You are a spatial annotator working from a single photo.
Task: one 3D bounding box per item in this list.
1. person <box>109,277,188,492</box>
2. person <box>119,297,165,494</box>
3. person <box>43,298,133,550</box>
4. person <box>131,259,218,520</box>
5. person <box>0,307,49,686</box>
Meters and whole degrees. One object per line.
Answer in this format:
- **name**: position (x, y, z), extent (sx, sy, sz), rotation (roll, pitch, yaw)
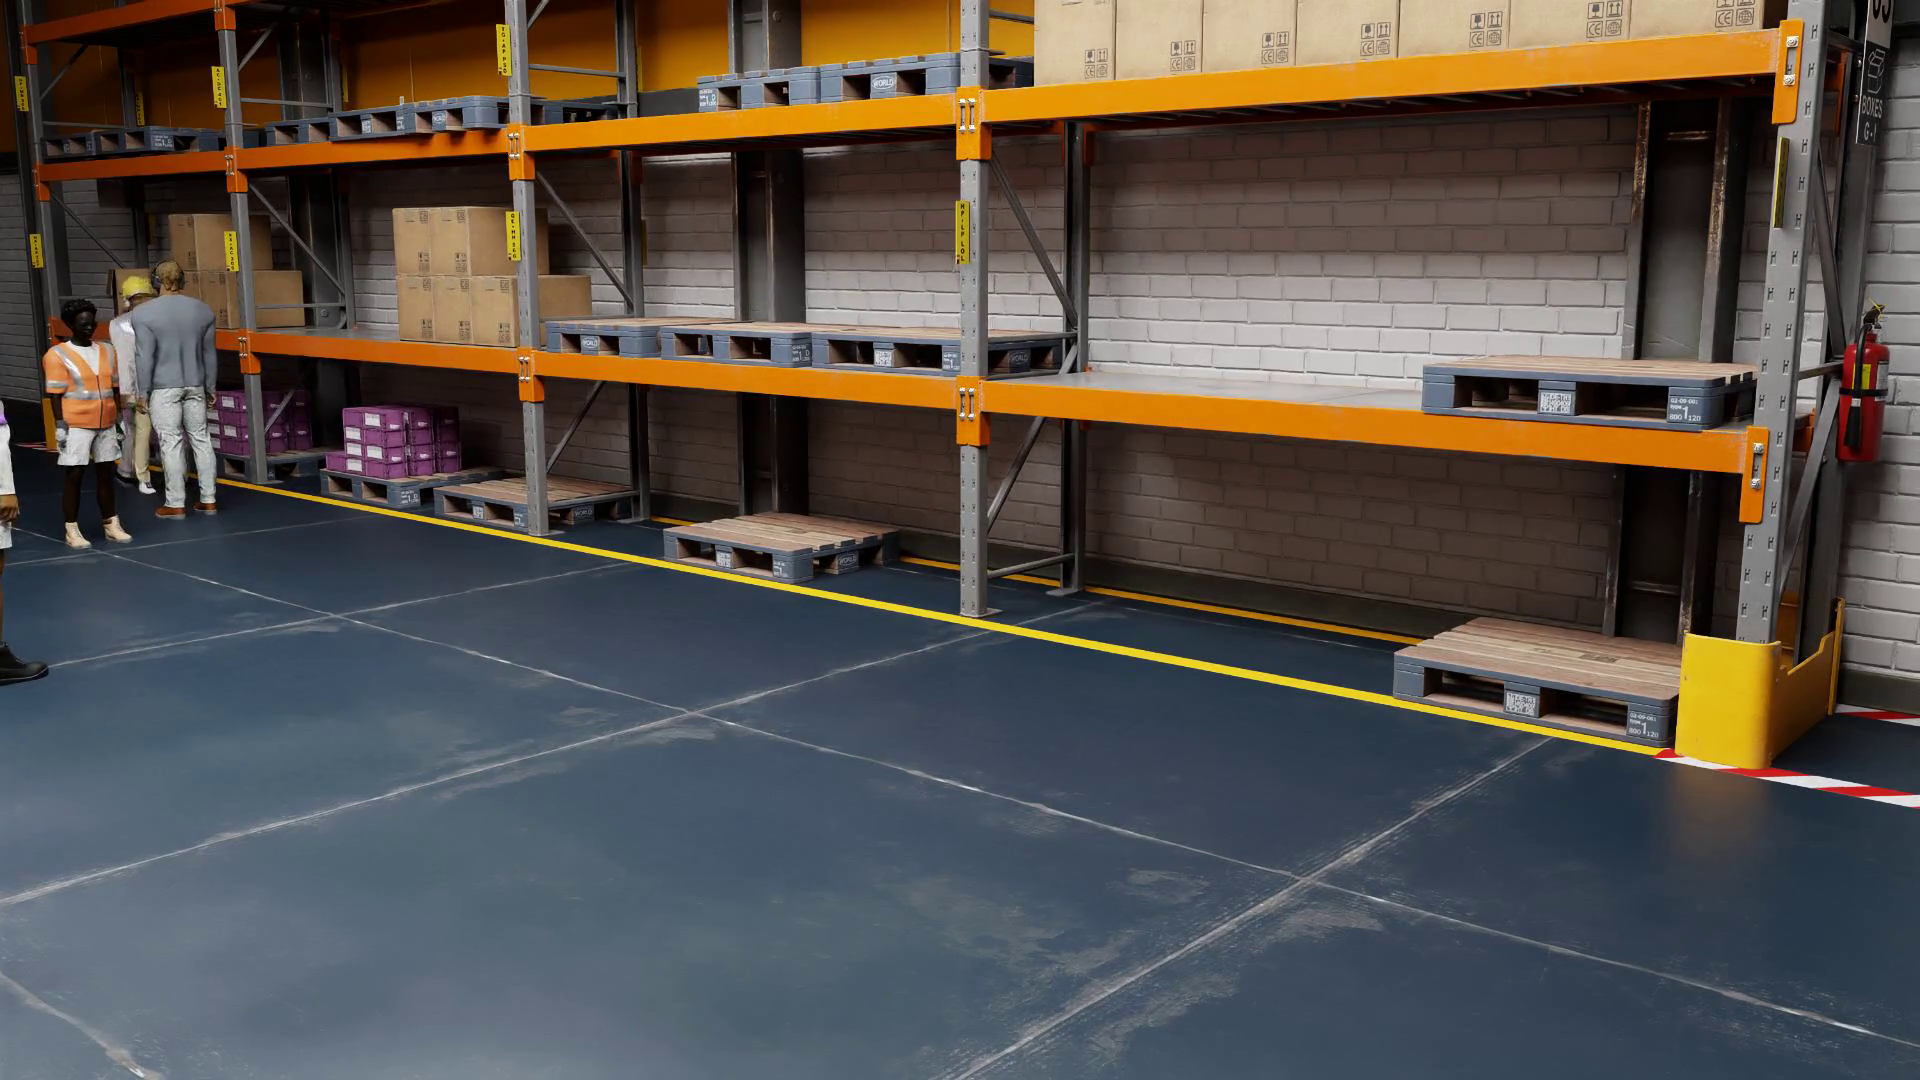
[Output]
- **person**: position (-6.817, -1.298, 13.919), extent (0.931, 1.775, 0.630), rotation (8, 13, 40)
- **person**: position (-6.673, -1.195, 13.769), extent (0.282, 1.625, 0.494), rotation (6, 12, 33)
- **person**: position (-5.901, -0.782, 11.248), extent (0.322, 1.689, 0.535), rotation (5, 11, 26)
- **person**: position (-5.865, -1.123, 12.465), extent (0.356, 1.938, 0.638), rotation (7, 12, 35)
- **person**: position (-4.570, -0.286, 7.712), extent (0.552, 1.932, 0.377), rotation (4, 11, 23)
